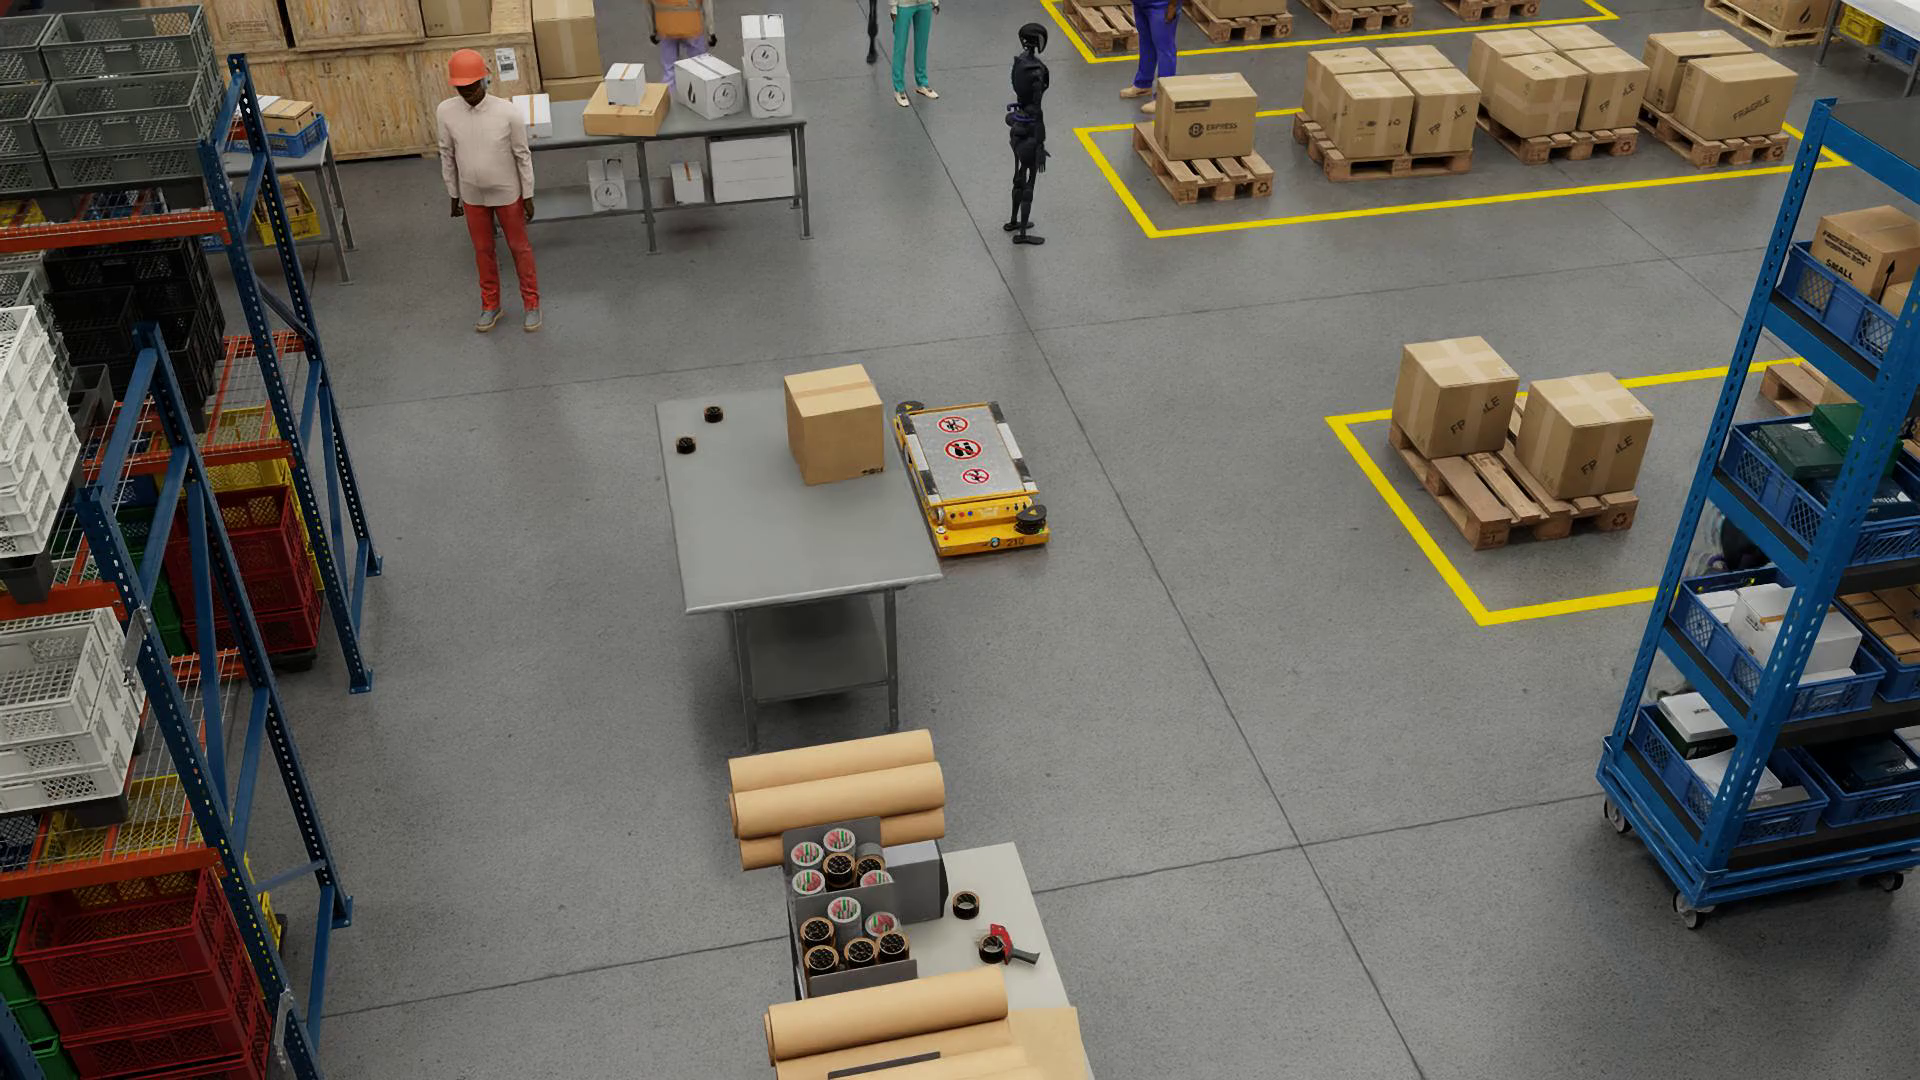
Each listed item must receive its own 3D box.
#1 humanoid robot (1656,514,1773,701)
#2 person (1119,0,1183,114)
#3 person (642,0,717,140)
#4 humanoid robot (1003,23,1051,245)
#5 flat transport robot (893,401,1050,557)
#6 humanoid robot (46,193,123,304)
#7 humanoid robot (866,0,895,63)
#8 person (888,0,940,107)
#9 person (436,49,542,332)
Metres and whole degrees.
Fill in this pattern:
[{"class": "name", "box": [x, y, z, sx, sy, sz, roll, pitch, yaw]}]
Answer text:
[{"class": "humanoid robot", "box": [3.703, 0.321, 7.940, 0.364, 1.642, 0.608, 19, 41, 24]}, {"class": "person", "box": [1.683, -4.760, 14.468, 0.538, 2.000, 0.685, -15, 39, -19]}, {"class": "person", "box": [-2.361, -4.330, 13.993, 0.591, 1.927, 0.376, 1, 37, 1]}, {"class": "humanoid robot", "box": [0.516, -3.054, 12.467, 0.315, 1.657, 0.609, -8, 37, -10]}, {"class": "flat transport robot", "box": [0.046, -0.430, 10.108, 0.652, 0.197, 1.431, -8, 37, -10]}, {"class": "humanoid robot", "box": [-5.451, -1.628, 10.550, 0.328, 1.657, 0.591, 8, 37, 11]}, {"class": "humanoid robot", "box": [-0.698, -5.273, 15.457, 0.589, 1.651, 0.333, -1, 37, -2]}, {"class": "person", "box": [-0.406, -4.731, 14.657, 0.522, 1.768, 0.308, -23, 42, -27]}, {"class": "person", "box": [-3.179, -2.349, 11.266, 0.610, 1.994, 0.380, 1, 37, 1]}]
